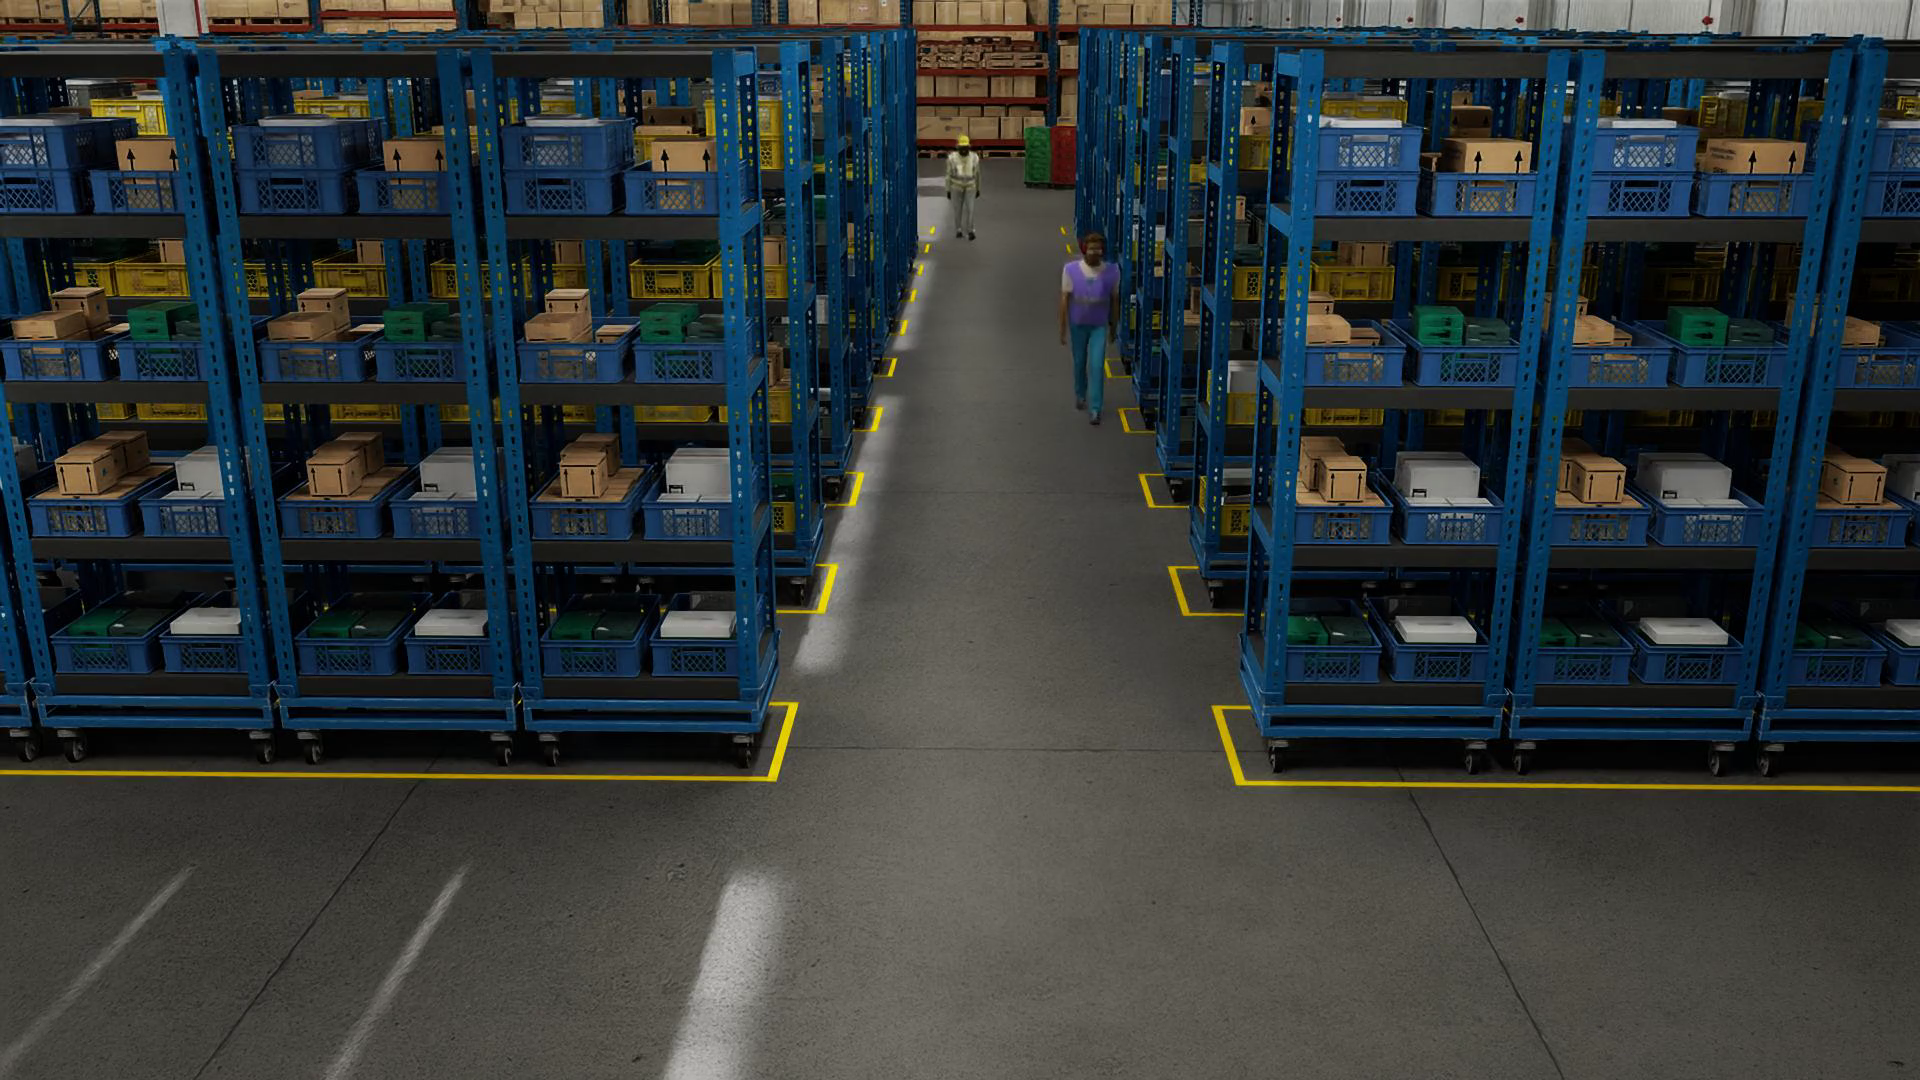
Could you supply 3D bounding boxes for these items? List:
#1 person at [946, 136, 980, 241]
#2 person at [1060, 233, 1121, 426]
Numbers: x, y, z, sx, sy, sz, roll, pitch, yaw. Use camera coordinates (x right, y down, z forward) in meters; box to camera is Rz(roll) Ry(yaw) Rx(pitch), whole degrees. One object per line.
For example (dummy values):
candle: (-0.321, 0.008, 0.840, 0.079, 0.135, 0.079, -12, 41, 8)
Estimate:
person: (0.061, -6.116, 28.939, 0.615, 1.777, 0.941, -2, 18, -6)
person: (1.254, -2.069, 16.017, 0.565, 1.801, 0.974, 2, 18, 7)
